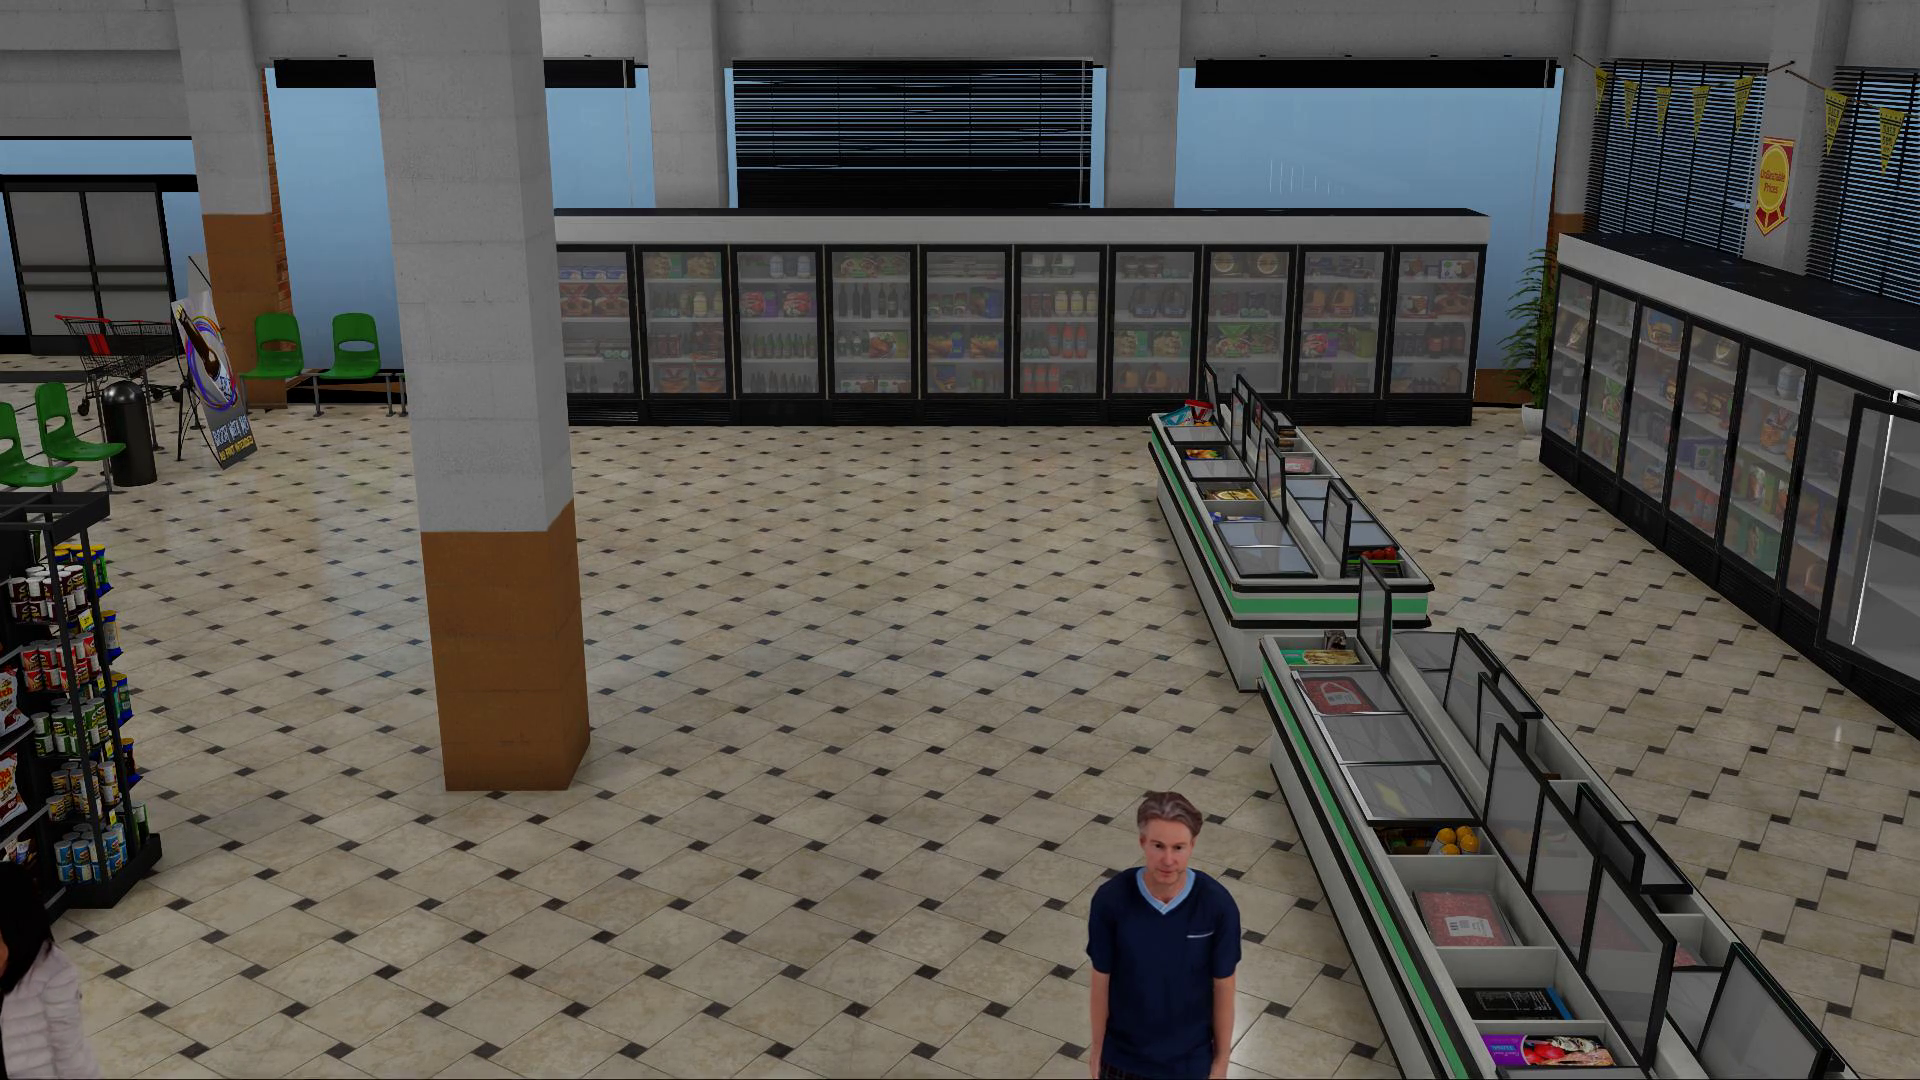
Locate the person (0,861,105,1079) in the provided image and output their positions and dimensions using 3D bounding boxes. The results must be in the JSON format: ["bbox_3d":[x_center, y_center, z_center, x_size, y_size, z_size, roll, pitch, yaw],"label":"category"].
[{"bbox_3d":[-3.031,1.807,5.529,0.696,1.636,0.701,9,19,26],"label":"person"}]

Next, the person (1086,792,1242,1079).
[{"bbox_3d":[0.647,1.691,5.506,0.684,1.870,0.582,3,17,9],"label":"person"}]
